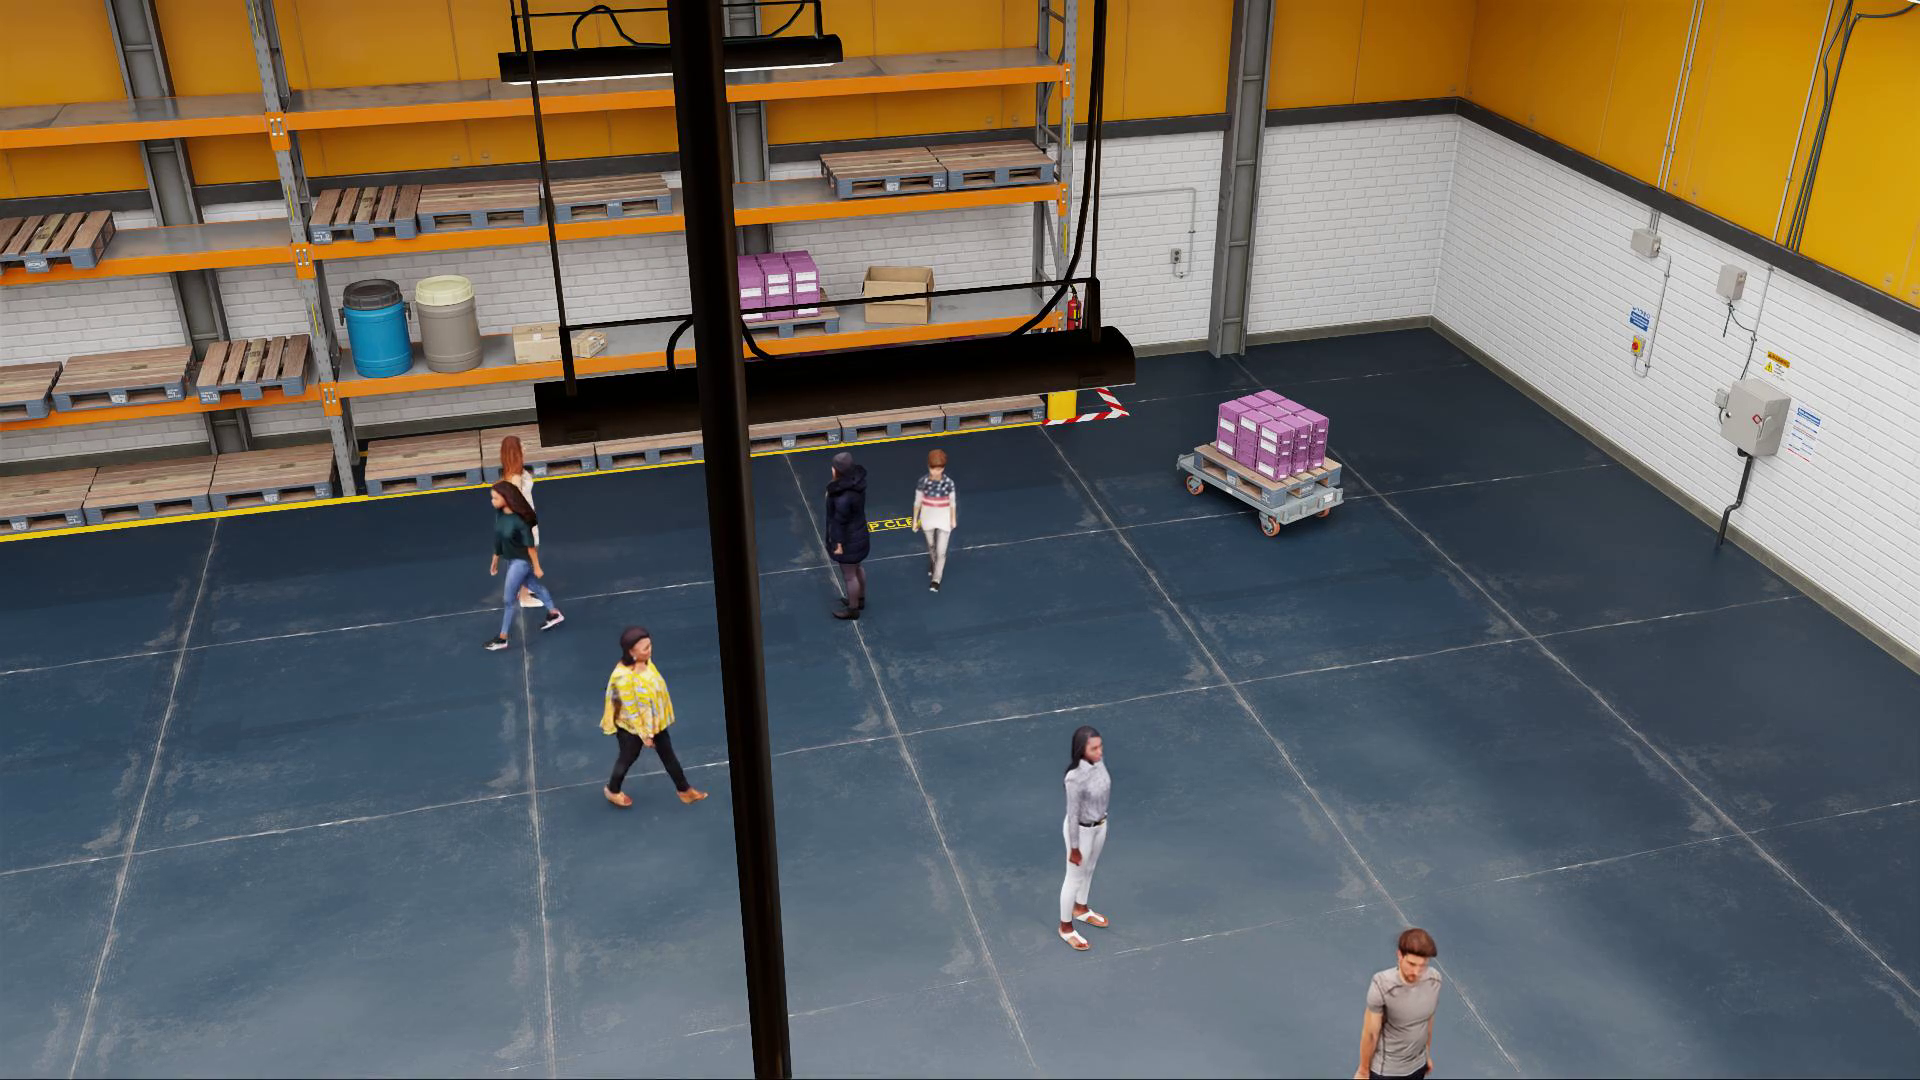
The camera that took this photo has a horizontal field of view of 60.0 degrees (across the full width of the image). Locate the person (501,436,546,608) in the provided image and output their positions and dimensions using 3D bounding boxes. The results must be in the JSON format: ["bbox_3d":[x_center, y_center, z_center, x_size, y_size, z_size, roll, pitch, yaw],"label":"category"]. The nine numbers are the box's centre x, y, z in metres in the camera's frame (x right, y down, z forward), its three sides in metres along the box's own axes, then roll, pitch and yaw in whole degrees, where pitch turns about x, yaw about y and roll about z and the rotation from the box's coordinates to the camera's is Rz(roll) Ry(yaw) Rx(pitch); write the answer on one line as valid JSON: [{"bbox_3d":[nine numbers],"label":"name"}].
[{"bbox_3d":[-4.107,-0.191,15.556,0.507,1.710,0.551,-8,30,-14],"label":"person"}]

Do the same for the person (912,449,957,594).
[{"bbox_3d":[-0.218,-0.237,15.964,0.969,1.398,0.890,7,29,12],"label":"person"}]

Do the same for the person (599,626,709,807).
[{"bbox_3d":[-2.533,1.407,12.733,1.184,1.606,1.024,7,29,13],"label":"person"}]

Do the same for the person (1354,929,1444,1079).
[{"bbox_3d":[2.495,2.972,9.565,0.499,1.894,0.730,-10,30,-18],"label":"person"}]

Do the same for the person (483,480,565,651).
[{"bbox_3d":[-3.919,0.172,15.035,1.146,1.571,0.906,-24,37,-37],"label":"person"}]

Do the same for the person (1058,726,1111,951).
[{"bbox_3d":[0.861,2.017,11.491,0.729,1.725,0.658,18,33,29],"label":"person"}]

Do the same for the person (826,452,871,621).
[{"bbox_3d":[-1.020,-0.052,15.336,0.793,1.675,0.774,6,29,10],"label":"person"}]
